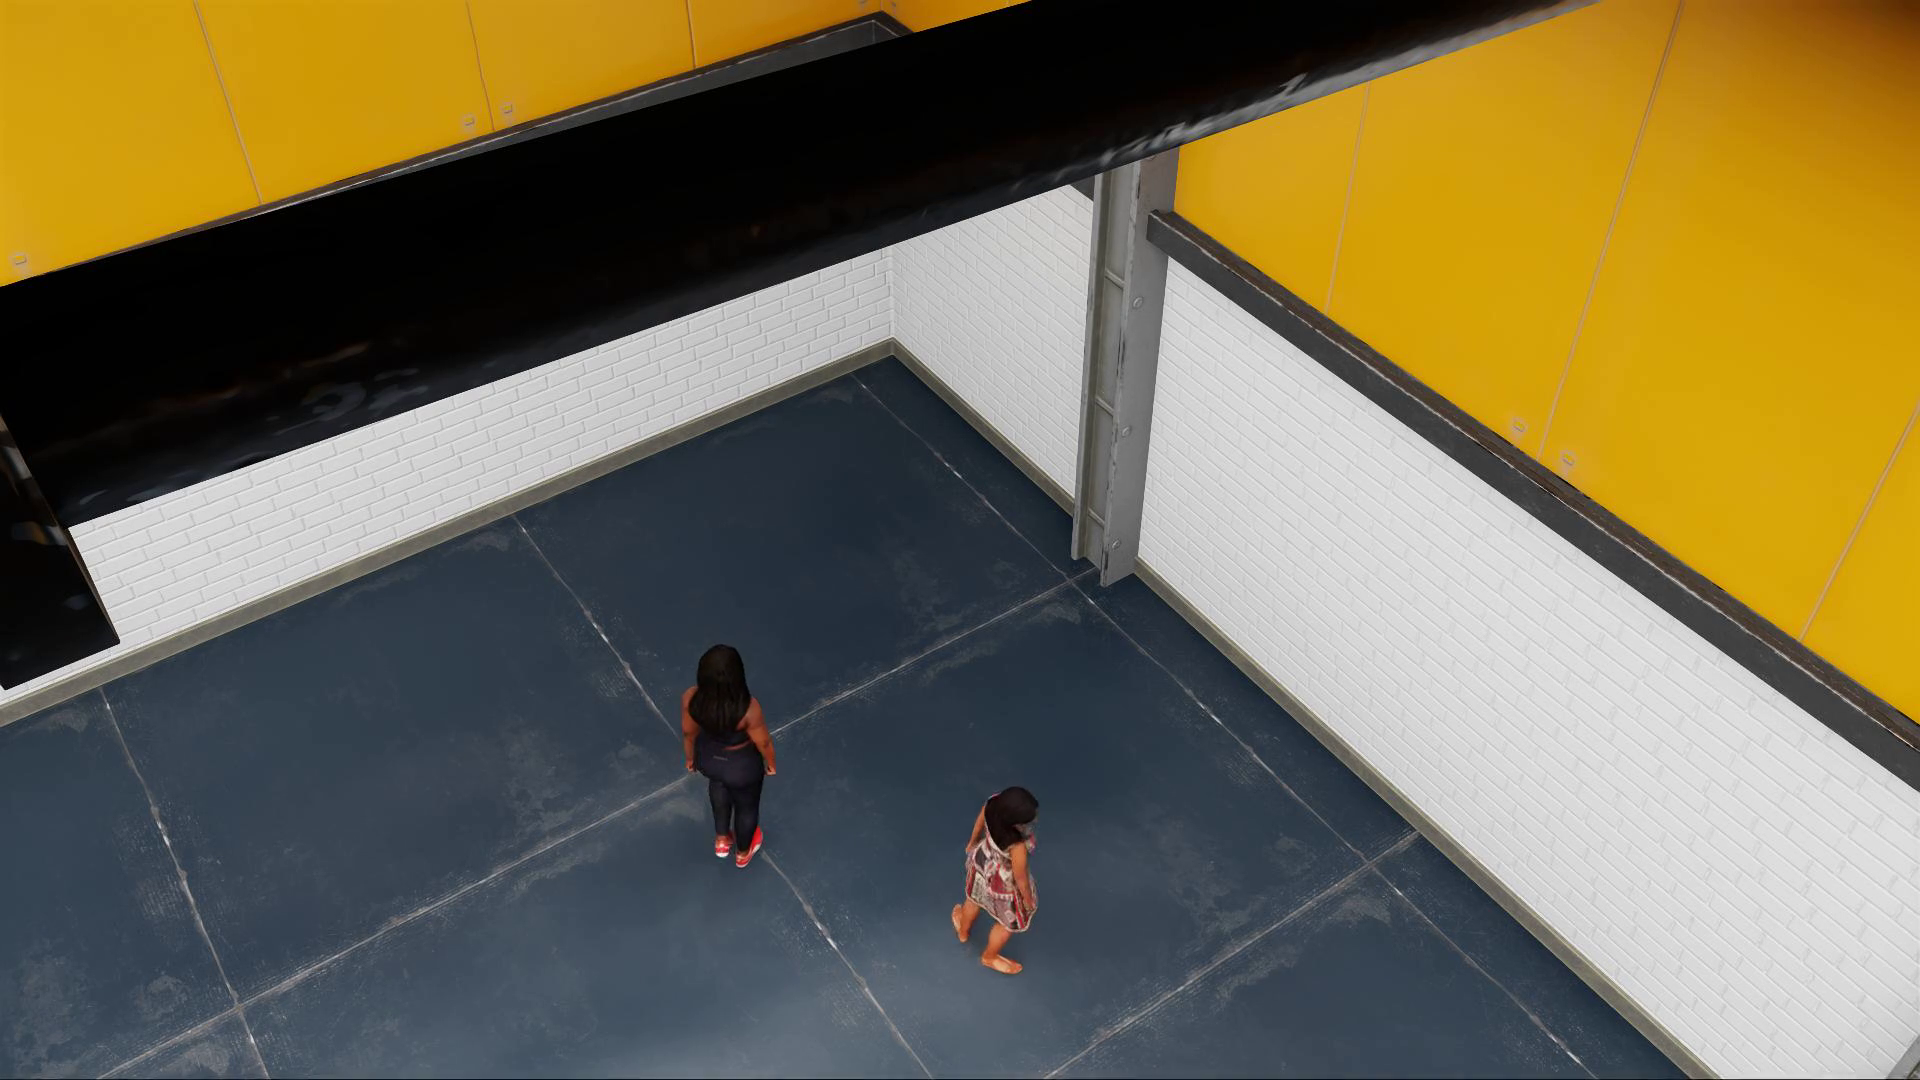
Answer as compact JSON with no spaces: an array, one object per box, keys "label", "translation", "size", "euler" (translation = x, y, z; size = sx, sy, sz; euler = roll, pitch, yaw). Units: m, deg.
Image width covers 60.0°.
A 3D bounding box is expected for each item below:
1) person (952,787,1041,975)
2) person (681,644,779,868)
[{"label":"person","translation":[0.164,1.822,9.208],"size":[0.856,1.620,0.547],"euler":[-29,51,-27]},{"label":"person","translation":[-1.360,1.327,9.591],"size":[0.807,1.808,0.886],"euler":[12,45,12]}]
